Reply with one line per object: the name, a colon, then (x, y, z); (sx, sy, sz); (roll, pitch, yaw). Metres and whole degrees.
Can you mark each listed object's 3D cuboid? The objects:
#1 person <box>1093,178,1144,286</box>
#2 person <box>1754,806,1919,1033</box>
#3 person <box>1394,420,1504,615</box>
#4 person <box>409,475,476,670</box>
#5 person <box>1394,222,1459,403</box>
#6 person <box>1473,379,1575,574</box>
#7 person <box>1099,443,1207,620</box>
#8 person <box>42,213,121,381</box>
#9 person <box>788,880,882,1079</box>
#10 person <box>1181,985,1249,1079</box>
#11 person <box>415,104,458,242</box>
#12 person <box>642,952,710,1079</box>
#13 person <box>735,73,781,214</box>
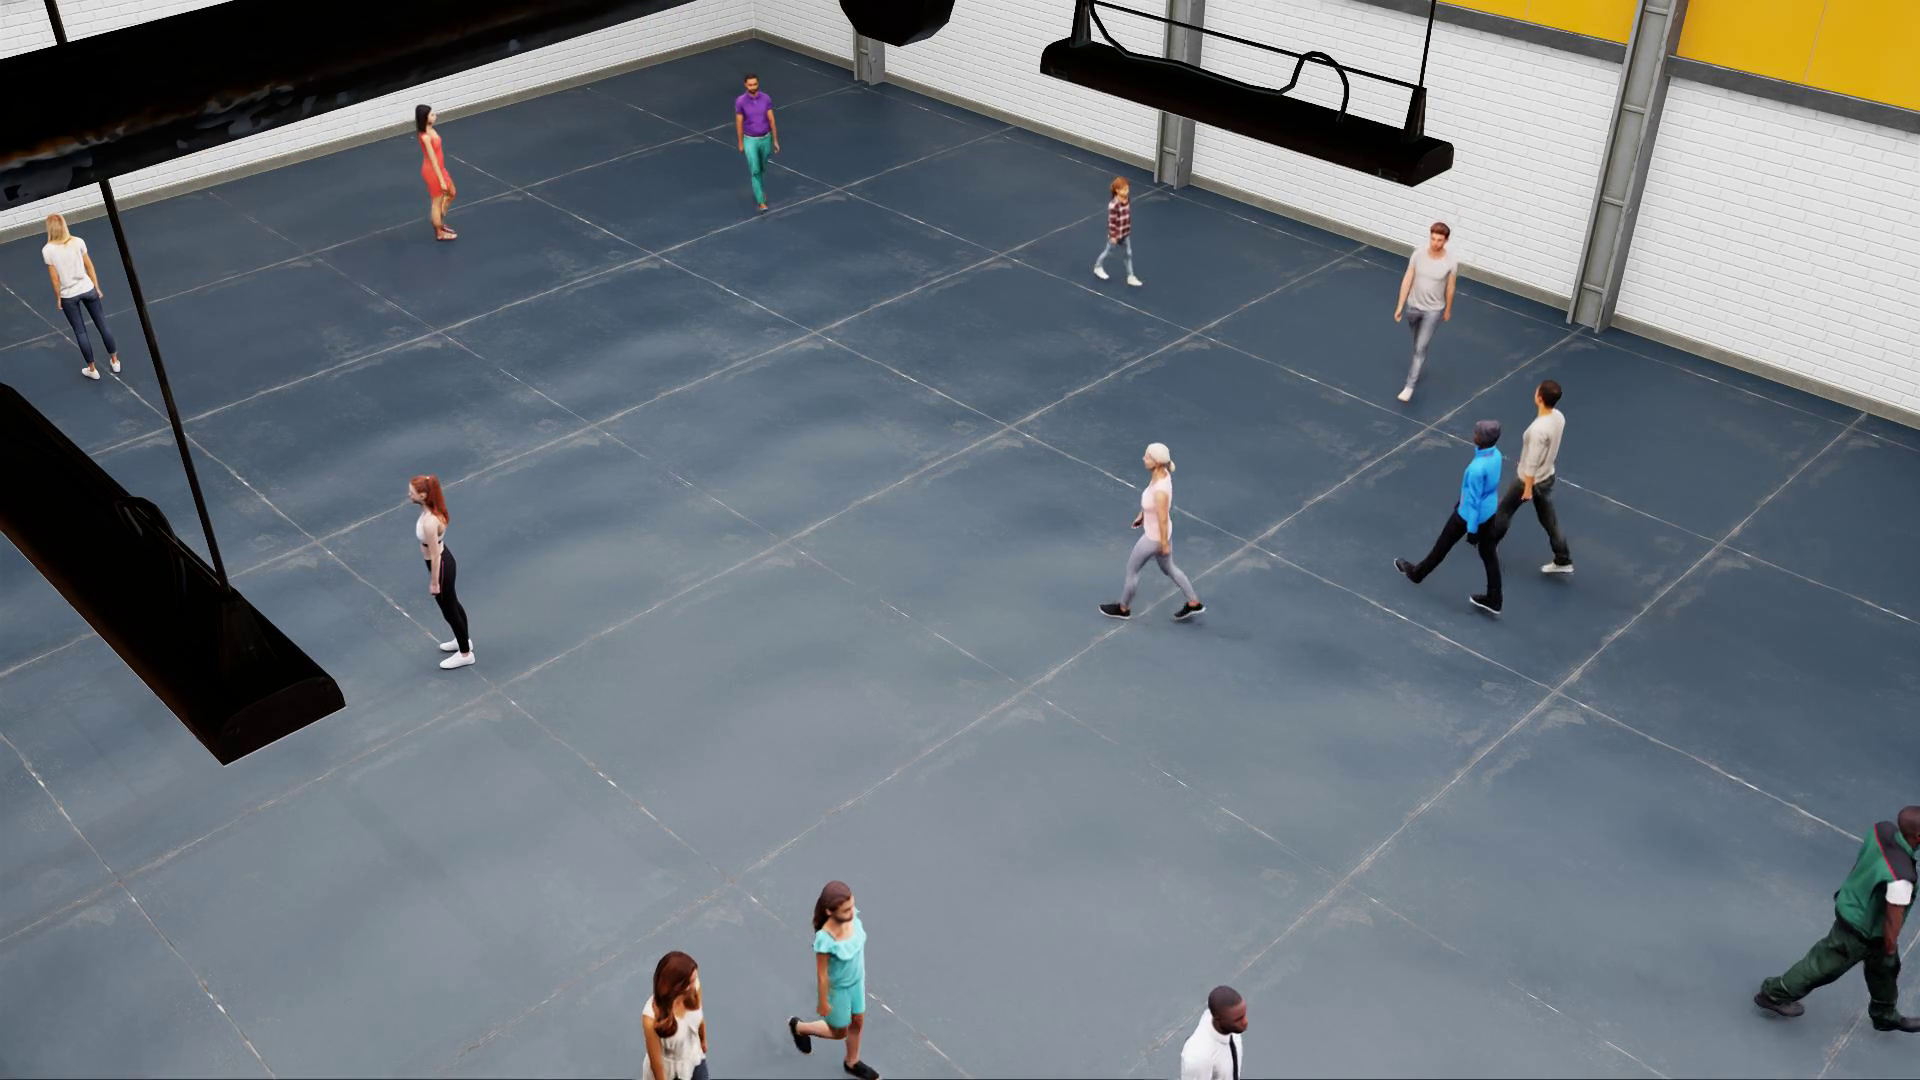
person: (1.779, -3.596, 19.326); (0.890, 1.273, 0.538); (28, 43, 35)
person: (5.353, 2.299, 9.994); (1.325, 1.786, 1.093); (9, 35, 13)
person: (4.344, -0.155, 13.726); (1.169, 1.740, 0.603); (29, 43, 36)
person: (-4.094, 0.235, 13.139); (0.730, 1.742, 0.627); (-7, 34, -10)
person: (4.781, -2.400, 17.015); (1.235, 1.840, 0.870); (20, 38, 27)
person: (5.019, -0.490, 14.210); (1.180, 1.764, 0.645); (28, 43, 35)
person: (1.694, -0.036, 13.583); (1.161, 1.701, 0.926); (8, 34, 11)
person: (-9.139, -2.538, 17.250); (0.476, 1.809, 0.599); (29, 43, 36)
person: (-0.761, 2.579, 9.785); (0.907, 1.551, 0.686); (17, 37, 24)
person: (1.235, 2.995, 8.925); (1.037, 1.809, 0.783); (21, 39, 28)
person: (-6.464, -4.435, 20.194); (0.751, 1.709, 0.673); (-6, 34, -9)
person: (-1.646, 2.870, 9.184); (1.076, 1.732, 0.593); (27, 42, 34)
person: (-2.596, -5.091, 21.174); (0.910, 1.717, 1.215); (-14, 36, -19)
